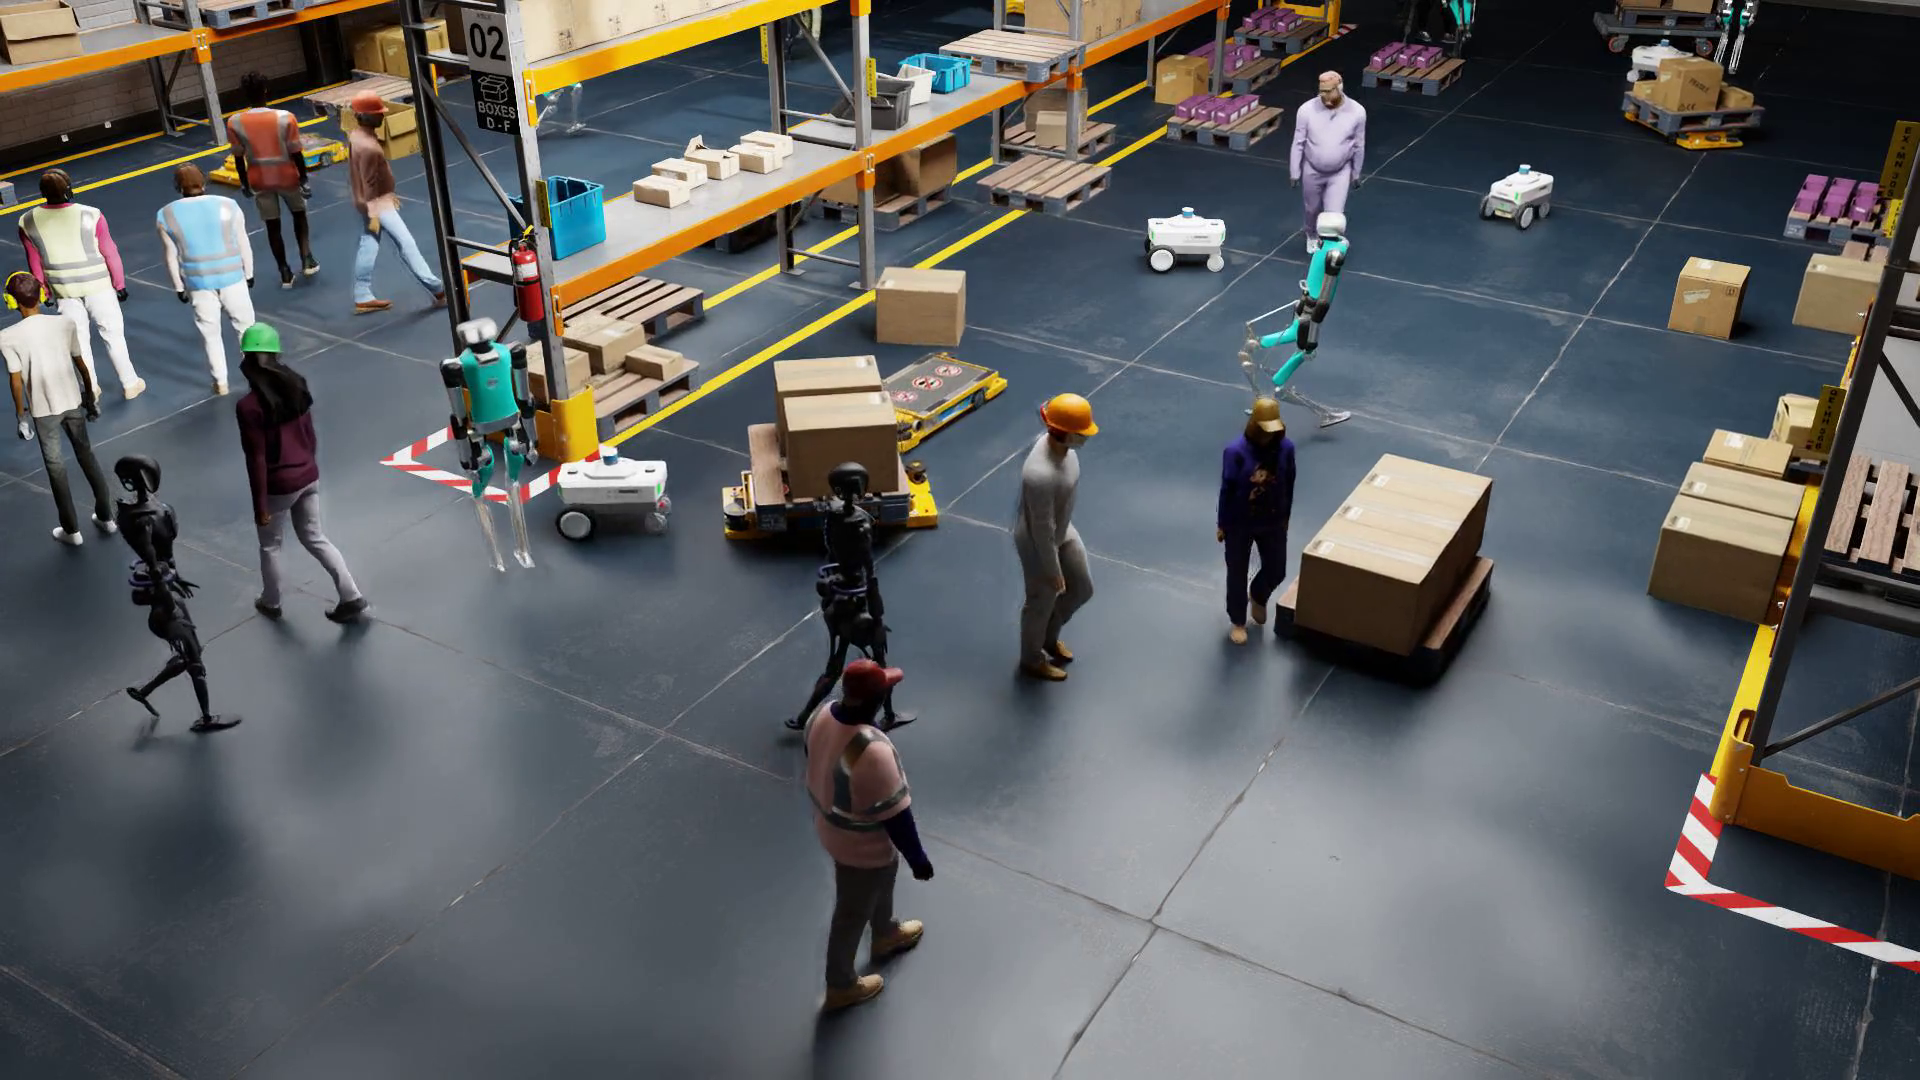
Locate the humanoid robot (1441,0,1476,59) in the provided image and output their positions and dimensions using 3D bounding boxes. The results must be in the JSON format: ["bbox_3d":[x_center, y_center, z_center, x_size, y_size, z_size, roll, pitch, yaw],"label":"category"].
[{"bbox_3d":[6.800,-7.257,22.312,0.555,1.782,0.885,-3,30,-6],"label":"humanoid robot"}]

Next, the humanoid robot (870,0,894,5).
[{"bbox_3d":[-1.218,-9.146,25.678,0.599,1.655,0.315,16,33,27],"label":"humanoid robot"}]

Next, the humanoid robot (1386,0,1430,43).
[{"bbox_3d":[6.250,-7.672,23.140,0.610,1.626,0.797,12,31,20],"label":"humanoid robot"}]

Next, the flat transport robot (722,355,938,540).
[{"bbox_3d":[-0.905,-0.277,11.431,1.431,0.231,0.659,-4,30,-8],"label":"flat transport robot"}]

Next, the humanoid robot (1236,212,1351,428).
[{"bbox_3d":[2.428,-1.562,12.203,1.017,1.729,0.562,2,30,4],"label":"humanoid robot"}]

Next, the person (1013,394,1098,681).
[{"bbox_3d":[0.531,0.007,9.309,0.466,1.866,0.590,13,32,21],"label":"person"}]

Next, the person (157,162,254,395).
[{"bbox_3d":[-5.803,-2.022,12.931,0.625,1.841,0.429,-13,32,-21],"label":"person"}]

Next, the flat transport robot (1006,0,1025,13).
[{"bbox_3d":[1.219,-8.390,25.784,0.659,0.231,1.431,18,34,28],"label":"flat transport robot"}]

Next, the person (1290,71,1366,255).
[{"bbox_3d":[3.388,-3.436,15.413,0.665,1.851,0.964,6,30,10],"label":"person"}]

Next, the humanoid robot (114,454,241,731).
[{"bbox_3d":[-4.340,0.308,8.968,0.488,1.642,0.608,-13,32,-22],"label":"humanoid robot"}]

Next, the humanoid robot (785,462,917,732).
[{"bbox_3d":[-0.629,0.349,8.951,0.711,1.651,0.599,-15,33,-25],"label":"humanoid robot"}]

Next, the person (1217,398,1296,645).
[{"bbox_3d":[1.723,-0.101,9.758,0.463,1.611,0.380,-2,30,-4],"label":"person"}]

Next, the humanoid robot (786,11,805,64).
[{"bbox_3d":[-2.371,-7.187,22.231,0.585,1.643,0.489,-2,30,-3],"label":"humanoid robot"}]

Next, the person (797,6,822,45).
[{"bbox_3d":[-2.099,-7.874,23.394,0.578,1.721,0.611,-1,29,-2],"label":"person"}]

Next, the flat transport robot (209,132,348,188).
[{"bbox_3d":[-7.481,-4.201,18.374,0.659,0.231,1.431,16,33,26],"label":"flat transport robot"}]

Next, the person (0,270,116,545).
[{"bbox_3d":[-5.903,-0.857,10.852,0.345,1.856,0.520,21,35,32],"label":"person"}]

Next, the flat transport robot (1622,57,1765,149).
[{"bbox_3d":[8.516,-4.889,19.590,0.659,0.231,1.431,-5,30,-9],"label":"flat transport robot"}]

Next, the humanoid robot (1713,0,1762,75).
[{"bbox_3d":[10.112,-6.918,21.551,0.533,1.677,0.735,16,33,27],"label":"humanoid robot"}]

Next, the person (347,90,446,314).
[{"bbox_3d":[-4.915,-2.926,14.409,1.006,1.943,0.620,-15,33,-25],"label":"person"}]

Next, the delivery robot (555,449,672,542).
[{"bbox_3d":[-2.355,-0.321,11.228,0.801,0.604,0.499,-1,30,-2],"label":"delivery robot"}]

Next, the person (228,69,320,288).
[{"bbox_3d":[-6.200,-3.293,15.061,0.624,1.946,0.657,-7,30,-13],"label":"person"}]

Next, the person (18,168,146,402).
[{"bbox_3d":[-6.743,-1.944,12.783,0.634,1.841,0.429,-8,31,-14],"label":"person"}]

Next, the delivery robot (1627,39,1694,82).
[{"bbox_3d":[9.122,-6.174,21.587,0.799,0.608,0.499,23,36,34],"label":"delivery robot"}]

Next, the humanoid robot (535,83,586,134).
[{"bbox_3d":[-4.701,-5.439,19.125,1.033,1.768,0.550,-13,32,-22],"label":"humanoid robot"}]

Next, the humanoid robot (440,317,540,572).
[{"bbox_3d":[-2.985,-0.608,10.544,0.552,1.815,0.654,-18,34,-29],"label":"humanoid robot"}]

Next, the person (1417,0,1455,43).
[{"bbox_3d":[6.828,-7.860,23.357,0.805,1.726,0.804,-15,33,-24],"label":"person"}]

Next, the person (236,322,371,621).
[{"bbox_3d":[-4.022,-0.359,9.929,0.803,1.896,0.568,15,33,24],"label":"person"}]

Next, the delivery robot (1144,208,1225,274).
[{"bbox_3d":[2.112,-2.823,15.649,0.802,0.598,0.499,1,30,2],"label":"delivery robot"}]

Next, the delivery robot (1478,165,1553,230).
[{"bbox_3d":[5.648,-3.471,16.809,0.803,0.613,0.499,-24,37,-36],"label":"delivery robot"}]

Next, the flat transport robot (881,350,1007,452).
[{"bbox_3d":[-0.290,-1.086,12.863,0.659,0.231,1.431,18,34,29],"label":"flat transport robot"}]

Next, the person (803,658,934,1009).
[{"bbox_3d":[-0.339,1.263,7.228,0.717,1.730,0.633,-13,32,-22],"label":"person"}]
